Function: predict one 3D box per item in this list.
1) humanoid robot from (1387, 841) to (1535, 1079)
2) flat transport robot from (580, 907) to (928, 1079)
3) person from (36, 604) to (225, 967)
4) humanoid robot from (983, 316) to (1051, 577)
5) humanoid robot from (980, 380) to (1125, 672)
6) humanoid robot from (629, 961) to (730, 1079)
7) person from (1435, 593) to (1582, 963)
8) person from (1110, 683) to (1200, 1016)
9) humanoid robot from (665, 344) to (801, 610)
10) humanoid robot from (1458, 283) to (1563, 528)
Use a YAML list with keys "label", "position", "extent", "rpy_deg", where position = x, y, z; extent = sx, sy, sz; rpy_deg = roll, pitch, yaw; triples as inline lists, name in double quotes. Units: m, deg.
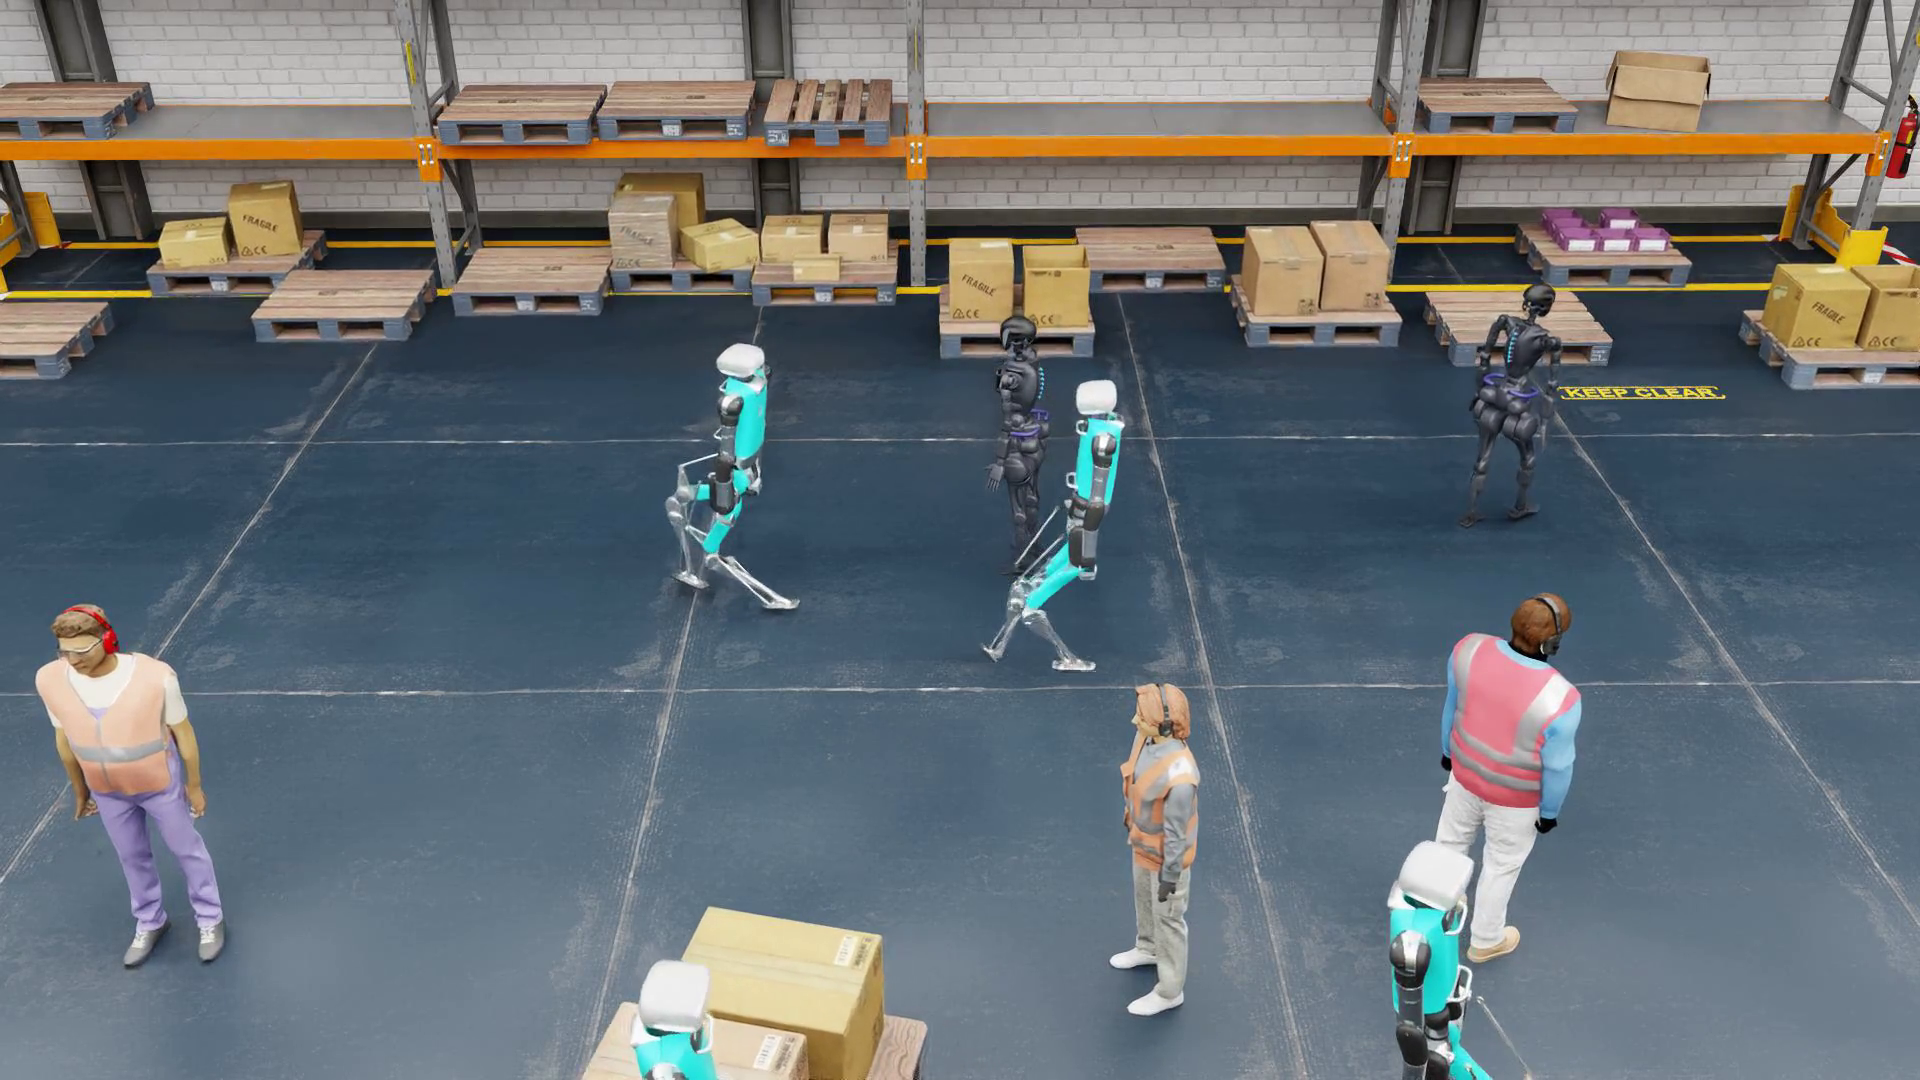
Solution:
- label: "humanoid robot"
  position: [1.879, 1.902, 5.892]
  extent: [0.892, 1.843, 0.576]
  rpy_deg: [14, 34, 21]
- label: "flat transport robot"
  position: [-0.738, 2.436, 6.355]
  extent: [1.431, 0.231, 0.659]
  rpy_deg: [7, 32, 11]
- label: "person"
  position: [-3.525, 1.039, 7.149]
  extent: [0.562, 1.846, 0.393]
  rpy_deg: [-1, 31, -2]
- label: "humanoid robot"
  position: [0.355, -0.563, 9.965]
  extent: [0.315, 1.659, 0.599]
  rpy_deg: [12, 33, 19]
- label: "humanoid robot"
  position: [0.431, 0.006, 9.046]
  extent: [0.861, 1.848, 0.558]
  rpy_deg: [1, 31, 1]
- label: "humanoid robot"
  position: [-0.685, 2.086, 5.503]
  extent: [0.661, 1.784, 0.533]
  rpy_deg: [-3, 31, -4]
- label: "person"
  position: [2.345, 1.022, 7.198]
  extent: [0.431, 1.836, 0.628]
  rpy_deg: [-22, 37, -32]
- label: "person"
  position: [0.829, 1.281, 6.956]
  extent: [0.314, 1.632, 0.520]
  rpy_deg: [-7, 32, -11]
- label: "humanoid robot"
  position: [-1.449, -0.338, 9.600]
  extent: [1.047, 1.747, 0.543]
  rpy_deg: [9, 32, 14]
- label: "humanoid robot"
  position: [3.491, -0.859, 10.490]
  extent: [0.574, 1.639, 0.609]
  rpy_deg: [-22, 37, -32]
